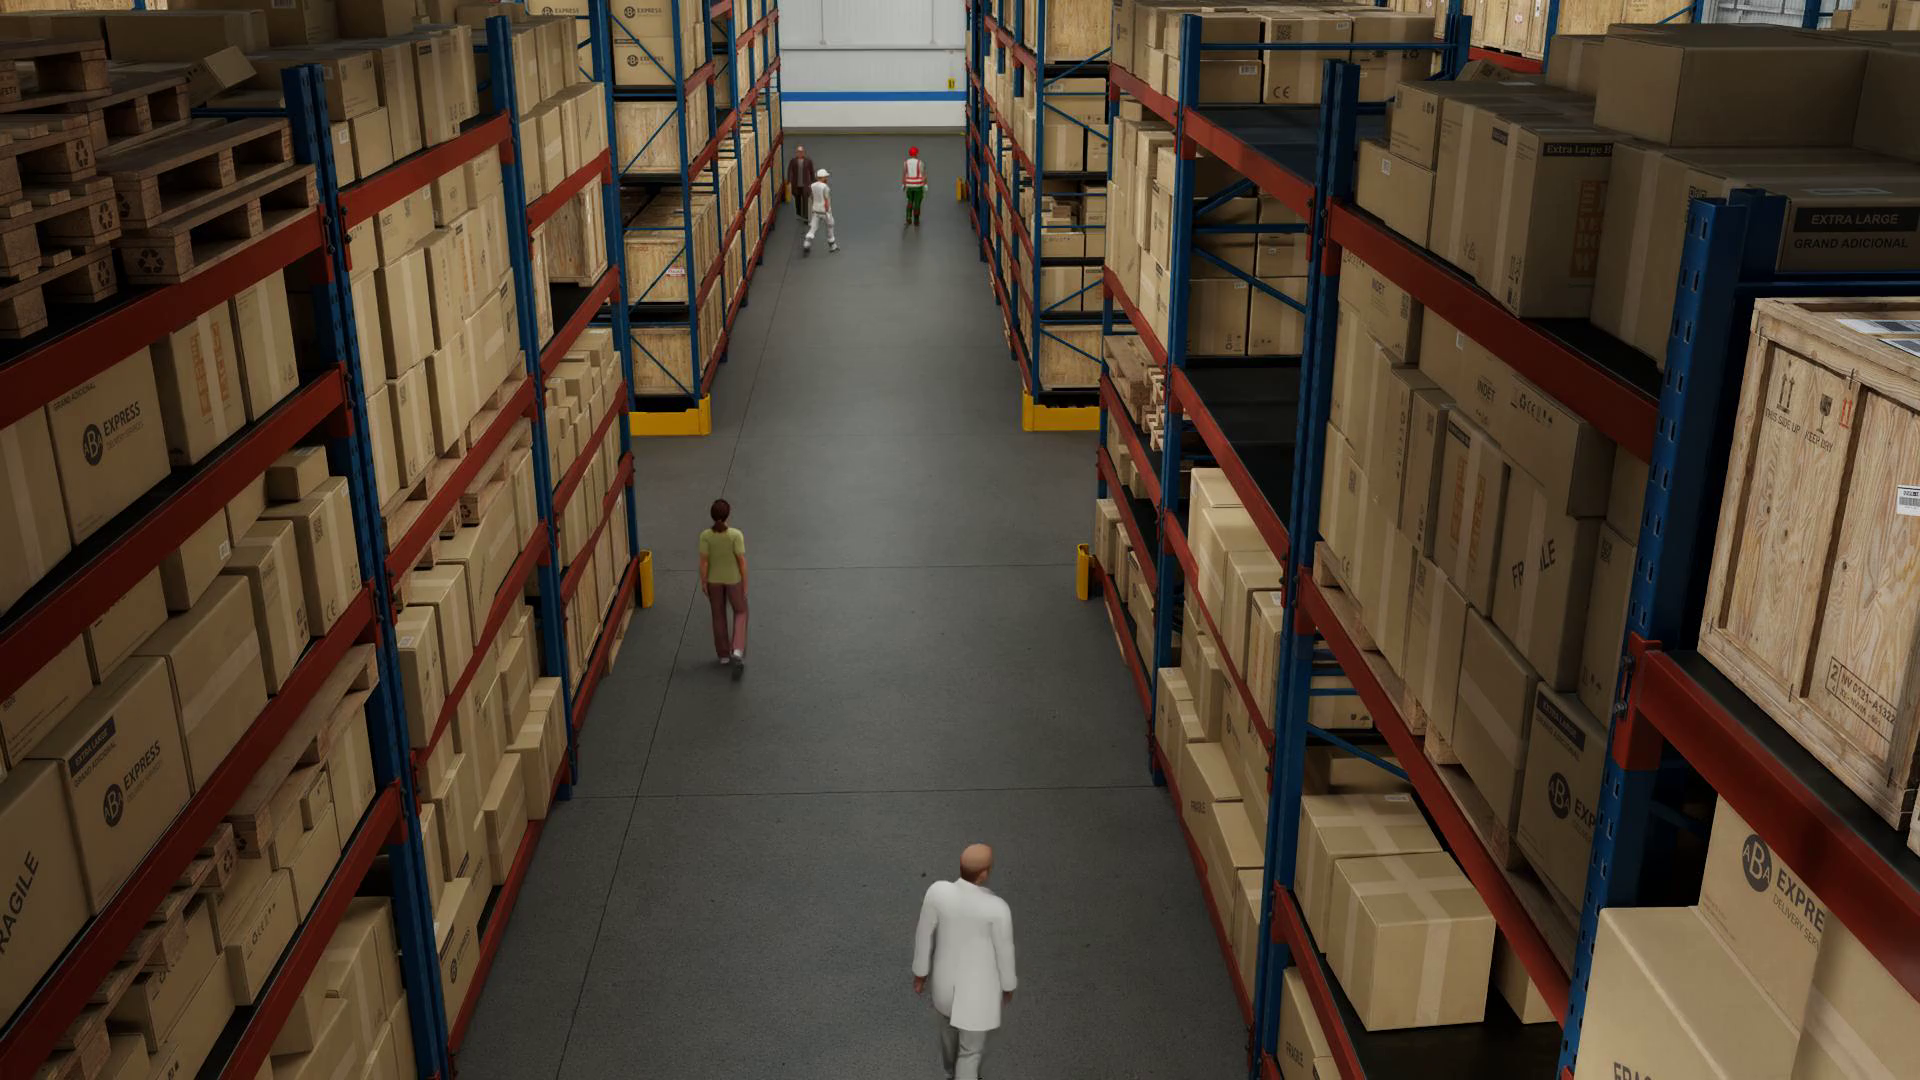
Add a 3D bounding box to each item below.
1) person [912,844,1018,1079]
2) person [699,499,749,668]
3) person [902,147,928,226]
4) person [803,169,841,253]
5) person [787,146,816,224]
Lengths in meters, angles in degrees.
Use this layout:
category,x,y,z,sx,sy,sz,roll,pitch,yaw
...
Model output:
category,x,y,z,sx,sy,sz,roll,pitch,yaw
person,0.067,2.519,9.701,0.612,1.754,0.848,11,23,27
person,-2.194,0.404,15.521,0.439,1.674,0.606,-1,20,-2
person,-1.024,-8.145,38.256,0.576,1.790,0.449,6,21,16
person,-2.914,-6.902,34.968,0.531,1.768,0.990,13,24,30
person,-3.676,-8.239,38.567,0.649,1.741,1.109,0,20,0
